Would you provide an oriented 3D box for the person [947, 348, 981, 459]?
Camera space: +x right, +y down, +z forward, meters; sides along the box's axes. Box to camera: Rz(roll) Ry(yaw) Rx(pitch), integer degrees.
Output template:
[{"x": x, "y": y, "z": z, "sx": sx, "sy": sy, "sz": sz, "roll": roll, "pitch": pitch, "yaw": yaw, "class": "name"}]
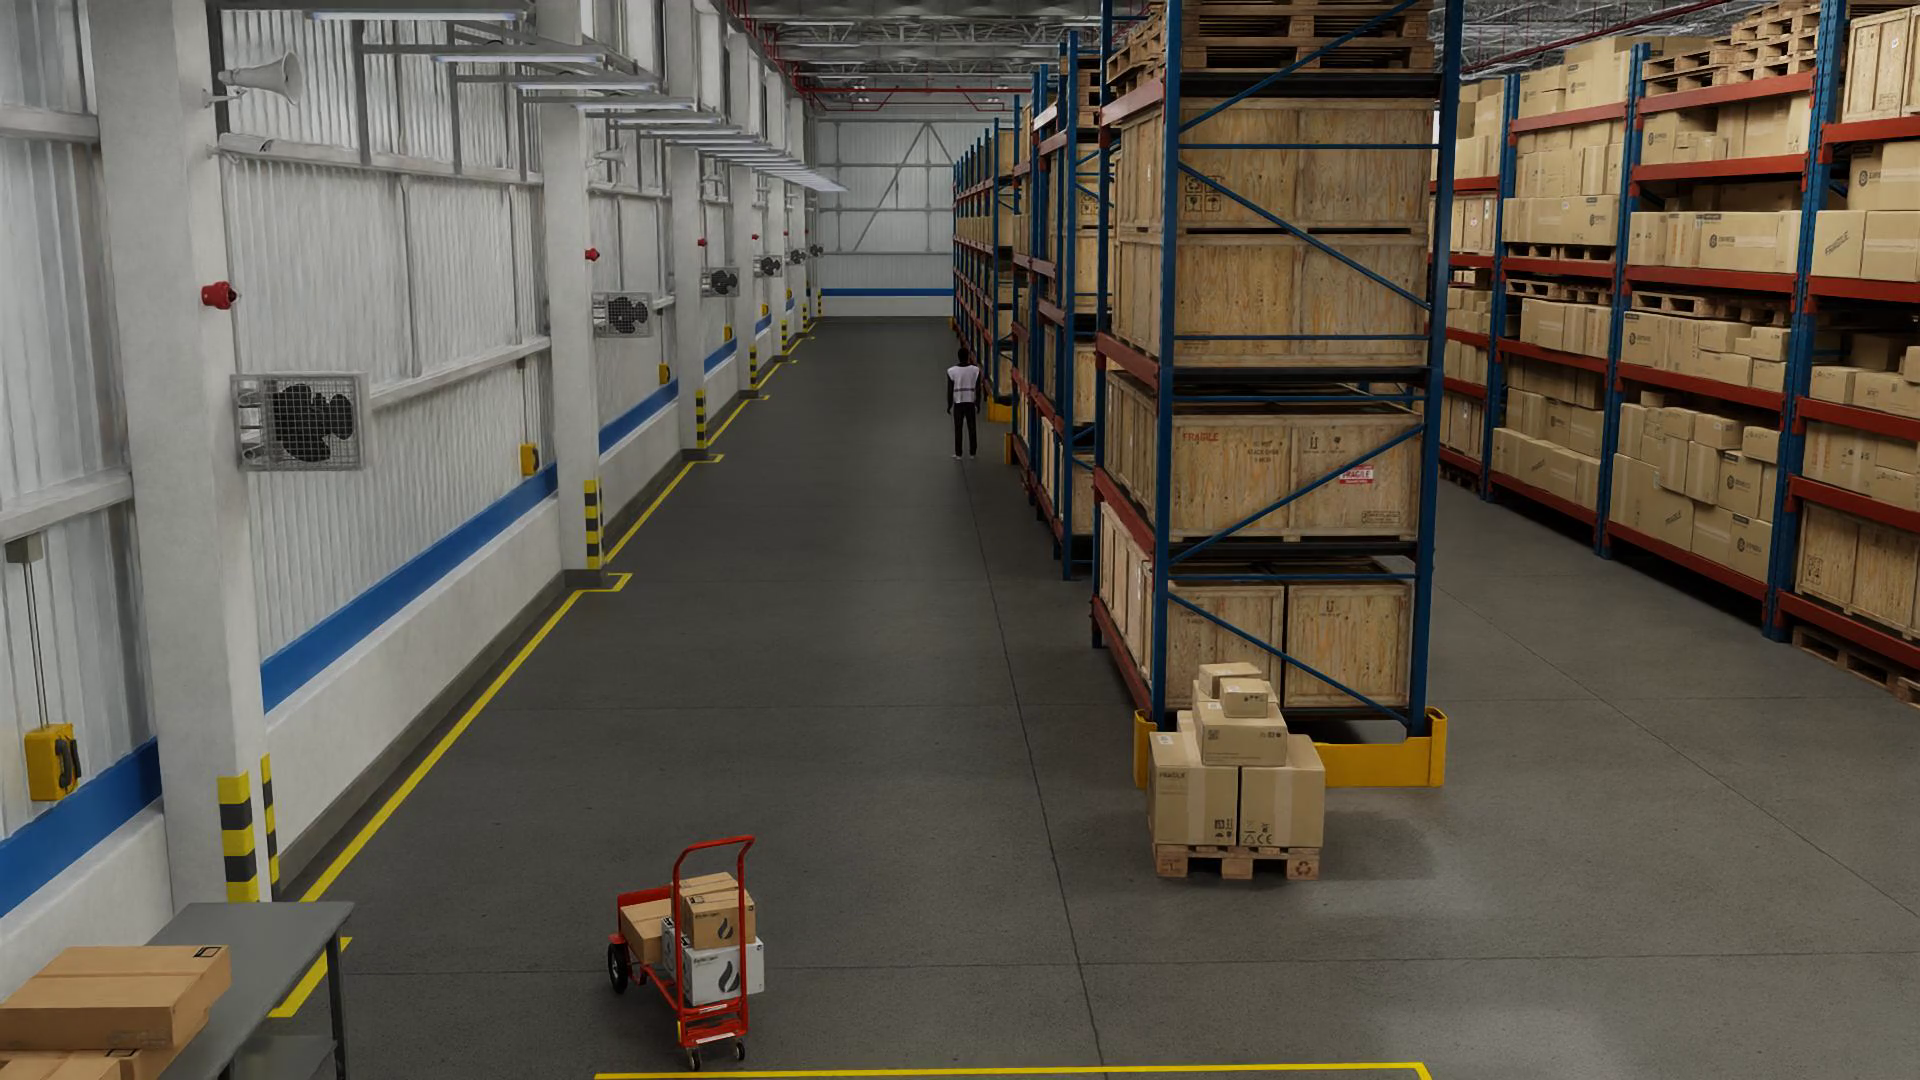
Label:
[{"x": 0.071, "y": -2.337, "z": 28.531, "sx": 0.587, "sy": 1.913, "sz": 0.391, "roll": -2, "pitch": 11, "yaw": -8, "class": "person"}]
